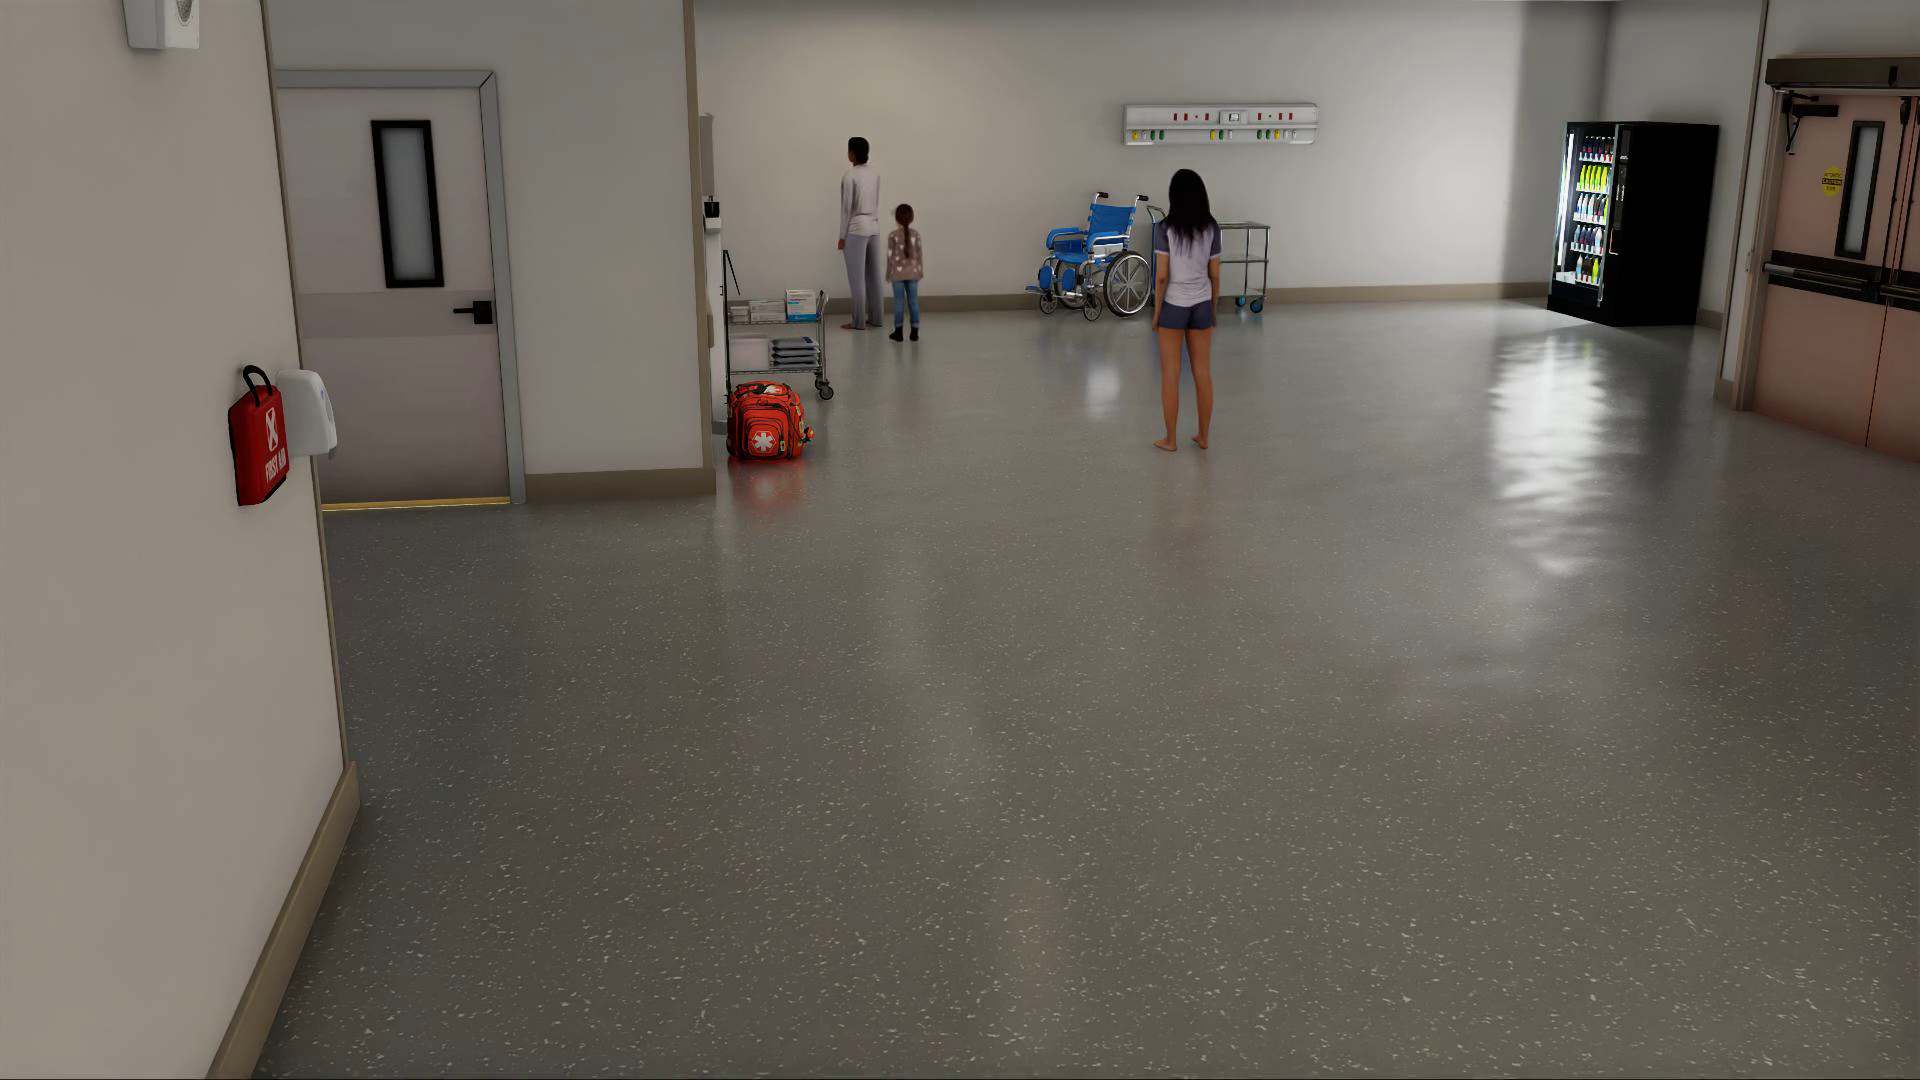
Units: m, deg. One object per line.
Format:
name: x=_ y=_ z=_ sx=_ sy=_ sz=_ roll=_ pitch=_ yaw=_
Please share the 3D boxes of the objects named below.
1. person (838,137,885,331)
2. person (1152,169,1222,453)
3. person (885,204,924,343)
person: x=-0.901 y=-2.822 z=15.288 sx=0.755 sy=1.736 sz=0.719 roll=13 pitch=20 yaw=39
person: x=1.399 y=-1.424 z=10.337 sx=0.591 sy=1.731 sz=0.501 roll=-4 pitch=16 yaw=-14
person: x=-0.489 y=-2.348 z=14.604 sx=0.507 sy=1.194 sz=0.480 roll=-5 pitch=16 yaw=-16
